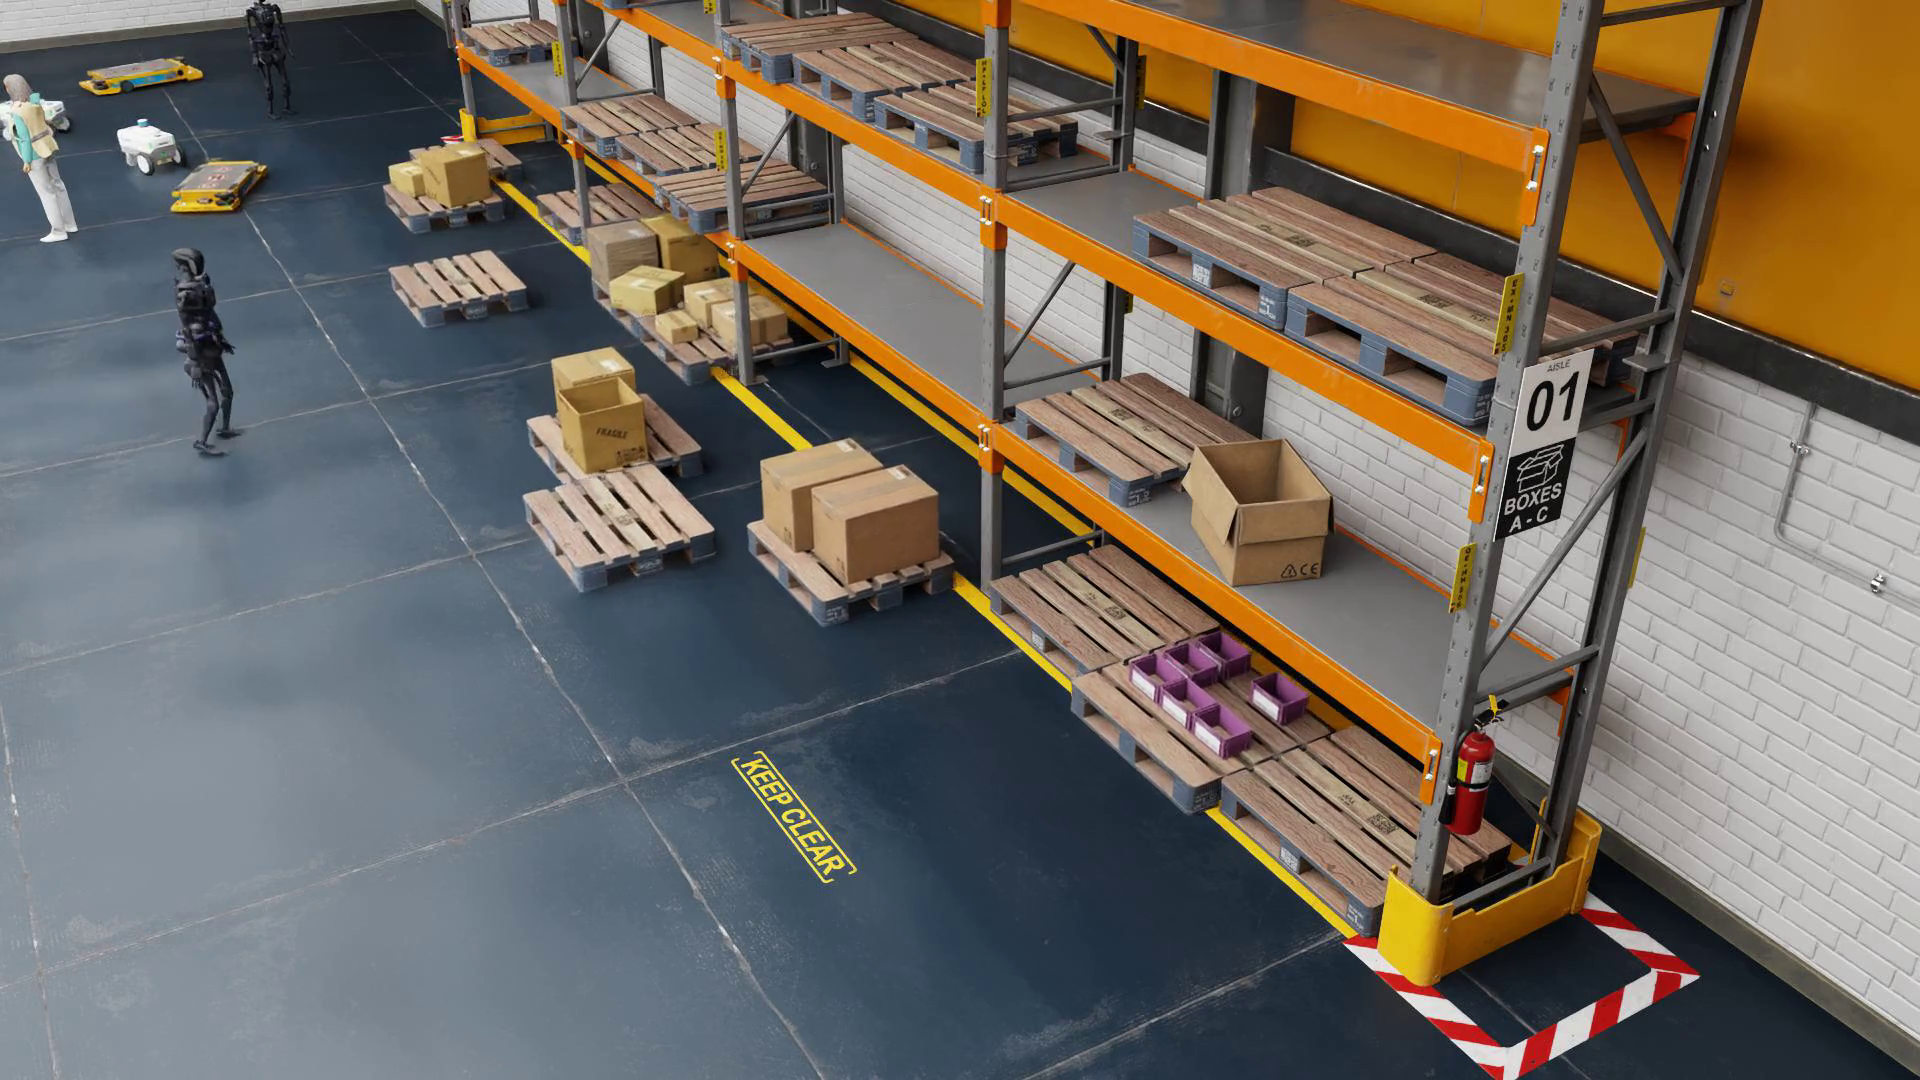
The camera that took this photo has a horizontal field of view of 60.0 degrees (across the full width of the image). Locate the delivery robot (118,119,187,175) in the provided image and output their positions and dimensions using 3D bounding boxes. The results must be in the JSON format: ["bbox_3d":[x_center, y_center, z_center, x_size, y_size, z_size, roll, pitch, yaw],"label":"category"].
[{"bbox_3d":[-9.488,-4.613,19.503,0.784,0.612,0.525,19,35,30],"label":"delivery robot"}]

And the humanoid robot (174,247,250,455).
[{"bbox_3d":[-5.852,-1.474,12.816,0.379,1.644,0.610,-1,30,-1],"label":"humanoid robot"}]

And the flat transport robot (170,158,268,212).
[{"bbox_3d":[-8.308,-3.986,18.668,0.659,0.231,1.431,-3,30,-5],"label":"flat transport robot"}]

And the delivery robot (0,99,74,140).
[{"bbox_3d":[-11.459,-5.237,20.602,0.807,0.609,0.499,1,30,1],"label":"delivery robot"}]

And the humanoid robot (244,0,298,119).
[{"bbox_3d":[-8.797,-6.246,21.218,0.323,1.649,0.588,18,34,29],"label":"humanoid robot"}]

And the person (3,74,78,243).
[{"bbox_3d":[-9.450,-3.918,17.086,0.366,1.708,0.471,0,30,1],"label":"person"}]

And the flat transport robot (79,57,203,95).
[{"bbox_3d":[-11.294,-6.395,22.921,1.431,0.231,0.659,-26,39,-38],"label":"flat transport robot"}]
